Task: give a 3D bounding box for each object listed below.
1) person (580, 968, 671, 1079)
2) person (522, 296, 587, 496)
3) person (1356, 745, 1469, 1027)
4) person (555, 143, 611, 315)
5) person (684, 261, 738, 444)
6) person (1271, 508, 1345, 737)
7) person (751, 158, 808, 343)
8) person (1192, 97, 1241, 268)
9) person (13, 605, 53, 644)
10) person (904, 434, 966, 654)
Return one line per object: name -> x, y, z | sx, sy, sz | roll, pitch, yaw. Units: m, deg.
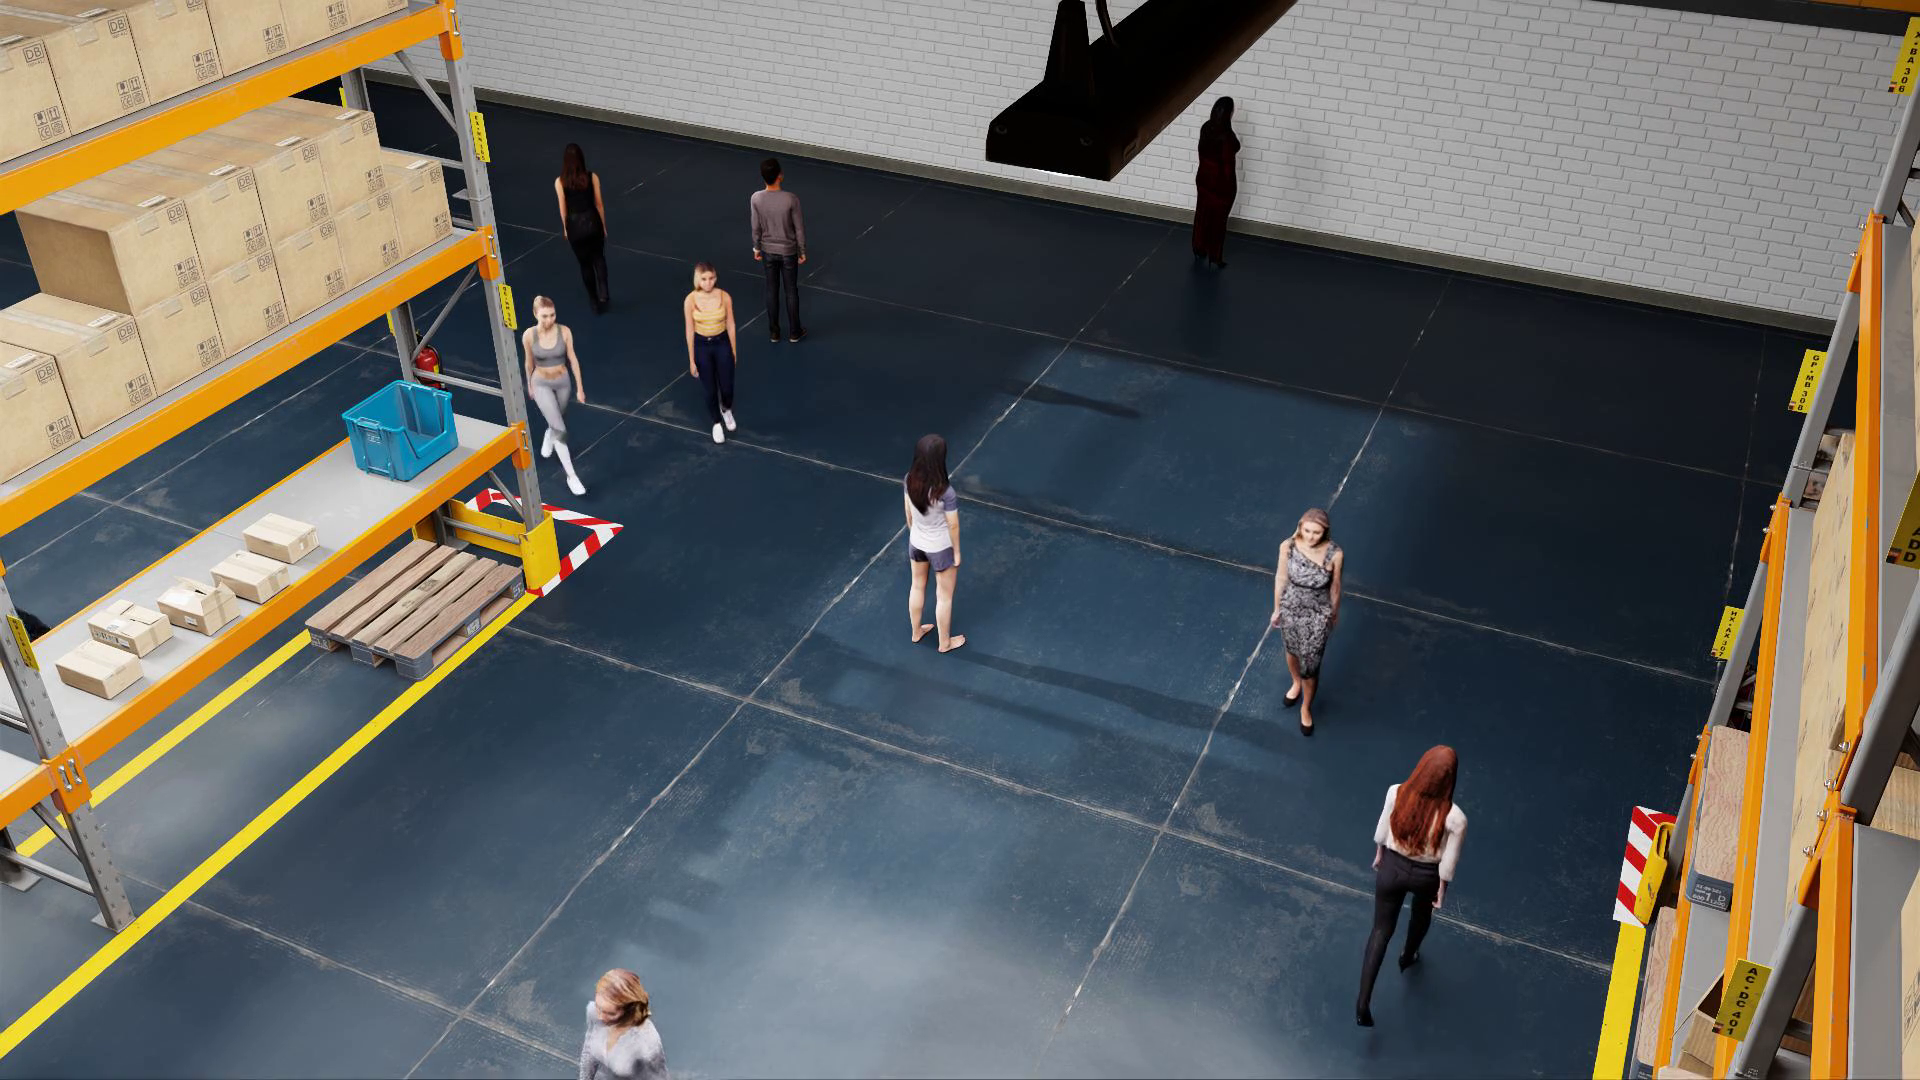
person -> -1.395, 2.531, 7.642 | 1.216, 1.749, 0.924 | -25, 41, -33
person -> -3.320, -1.243, 13.417 | 1.156, 1.642, 1.118 | -15, 36, -21
person -> 2.330, 1.832, 8.711 | 0.679, 1.729, 1.117 | 18, 38, 25
person -> -3.592, -2.943, 15.941 | 0.697, 1.678, 0.760 | -11, 35, -16
person -> -2.102, -1.616, 13.998 | 0.691, 1.619, 0.742 | -6, 34, -10
person -> 2.264, 0.451, 10.846 | 0.572, 1.666, 0.725 | 16, 37, 22
person -> -1.692, -2.686, 15.476 | 0.641, 1.766, 0.711 | 13, 36, 19
person -> 2.594, -3.646, 16.933 | 0.793, 1.752, 0.767 | -18, 37, -25
person -> -6.676, 0.109, 11.279 | 0.808, 1.756, 1.043 | 23, 40, 30
person -> -0.190, 0.014, 11.467 | 0.640, 1.706, 0.592 | 23, 40, 30
